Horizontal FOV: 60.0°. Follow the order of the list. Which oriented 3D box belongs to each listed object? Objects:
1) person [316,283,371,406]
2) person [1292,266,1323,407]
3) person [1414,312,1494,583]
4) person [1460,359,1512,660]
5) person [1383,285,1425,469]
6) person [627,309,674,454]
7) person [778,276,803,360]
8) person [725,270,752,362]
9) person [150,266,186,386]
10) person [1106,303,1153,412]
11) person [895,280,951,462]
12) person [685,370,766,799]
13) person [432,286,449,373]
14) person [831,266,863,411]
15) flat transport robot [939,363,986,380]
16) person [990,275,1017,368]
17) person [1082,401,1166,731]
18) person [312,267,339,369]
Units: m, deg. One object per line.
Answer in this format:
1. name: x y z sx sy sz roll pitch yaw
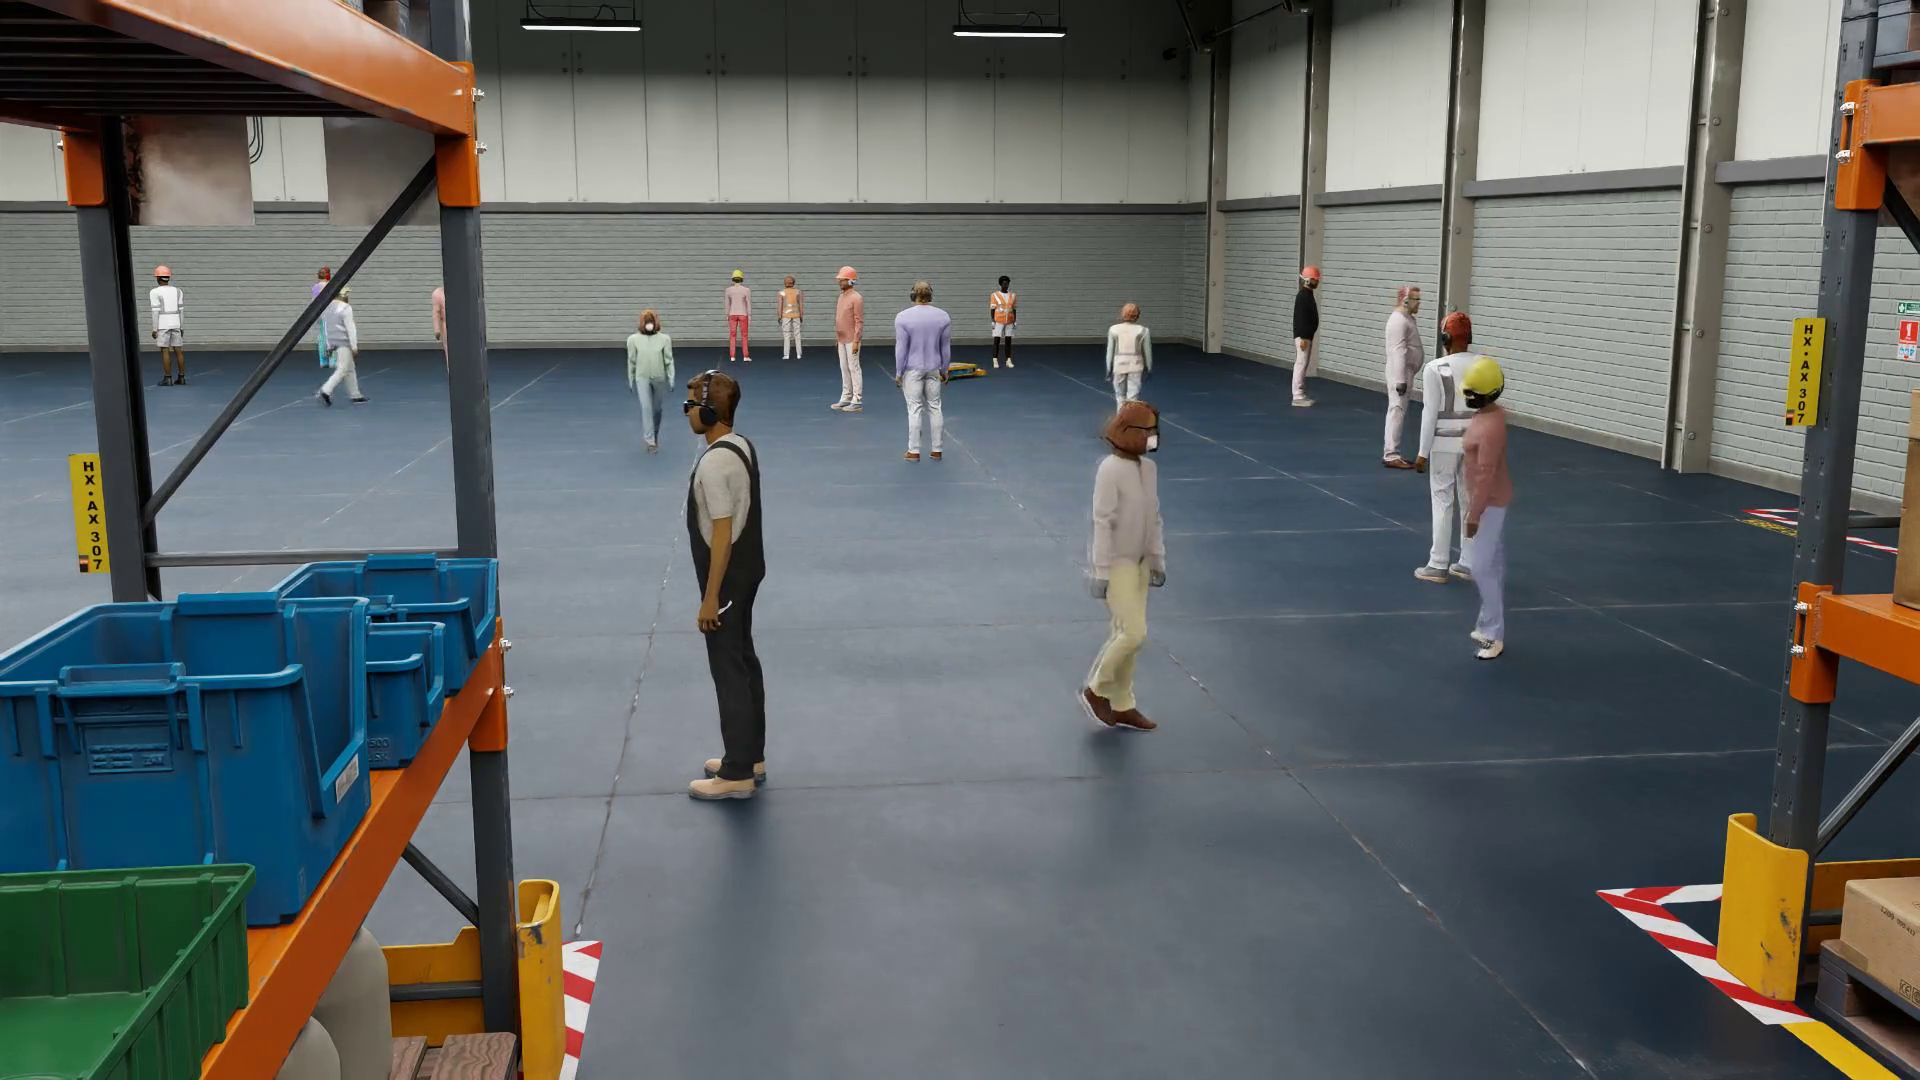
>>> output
1. person: -8.835 -2.803 23.676 0.595 1.806 0.832 9 13 39
2. person: 4.949 -2.904 23.724 0.400 1.990 0.623 4 11 19
3. person: 3.445 -0.642 11.614 0.573 1.887 0.356 -4 11 -20
4. person: 3.027 -0.200 9.661 0.330 1.720 0.660 3 11 14
5. person: 4.639 -1.703 17.380 0.403 1.904 0.651 3 11 15
6. person: -3.489 -1.804 18.759 0.504 1.610 0.735 -3 11 -18
7. person: -3.328 -4.360 32.685 0.514 1.637 0.314 -3 11 -17
8. person: -4.268 -4.317 32.082 0.527 1.772 0.301 1 10 7
9. person: -12.836 -3.460 26.922 0.356 1.937 0.552 6 12 30
10. person: 2.032 -2.000 19.780 0.547 1.612 0.659 3 11 18
11. person: -0.403 -1.807 17.856 0.635 1.937 0.354 -4 11 -22
12. person: -1.009 0.193 7.150 0.326 1.843 0.515 1 10 7
13. person: -8.112 -3.397 26.728 0.683 1.872 0.850 -4 11 -22
14. person: -1.550 -2.783 23.051 0.375 1.997 0.611 -6 12 -32
15. flat transport robot: -0.239 -2.878 28.303 0.652 0.197 1.431 8 13 36
16. person: 0.802 -4.001 30.546 0.535 1.698 0.318 -4 11 -21
17. person: 0.837 0.137 8.051 0.337 1.619 0.530 7 12 33
18. person: -11.582 -4.049 30.388 0.569 1.848 0.378 7 12 32
